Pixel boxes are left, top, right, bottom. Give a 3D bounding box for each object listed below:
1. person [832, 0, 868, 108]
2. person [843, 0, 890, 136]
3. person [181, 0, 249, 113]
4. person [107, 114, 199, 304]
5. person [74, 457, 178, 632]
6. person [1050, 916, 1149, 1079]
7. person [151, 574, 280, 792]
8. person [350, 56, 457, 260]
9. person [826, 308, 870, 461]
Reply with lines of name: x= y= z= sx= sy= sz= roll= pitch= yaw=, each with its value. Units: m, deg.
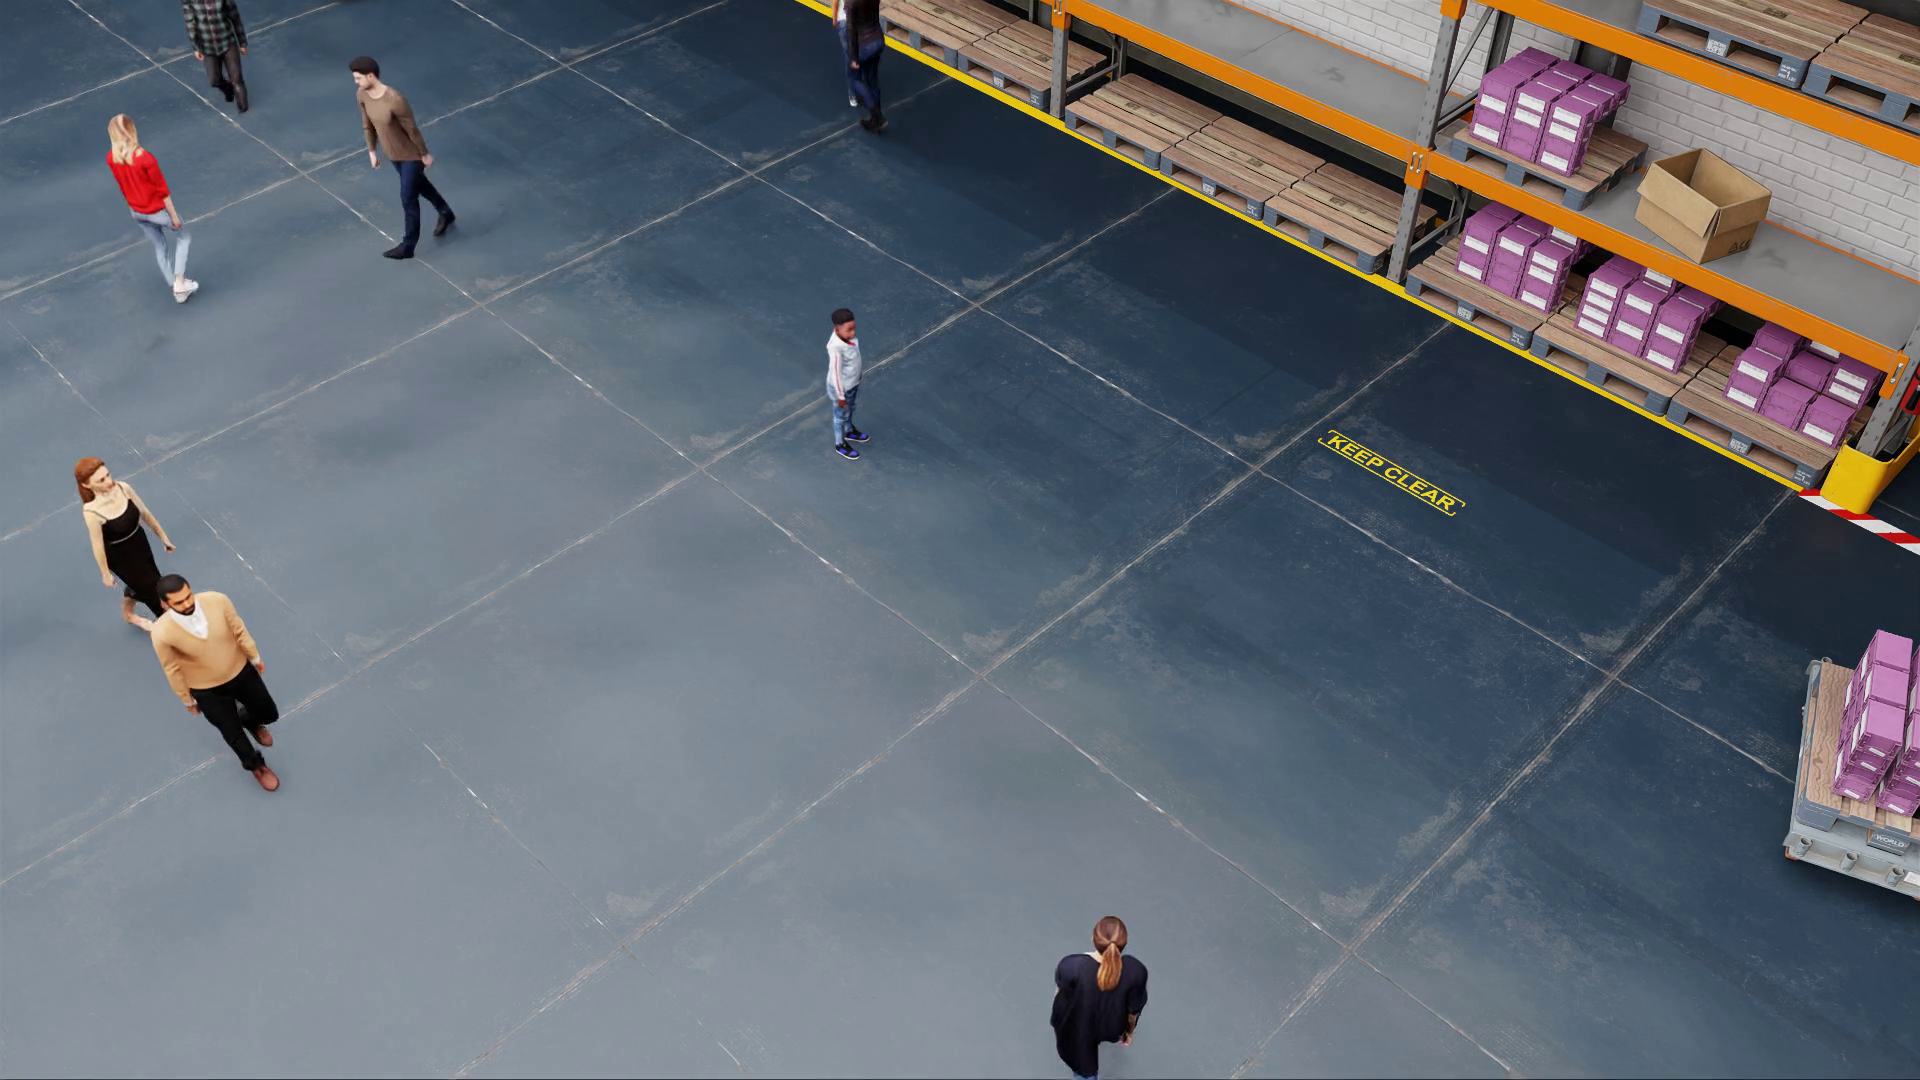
person: x=-1.053 y=-4.991 z=16.237 sx=0.866 sy=1.544 sz=0.937 roll=-1 pitch=44 yaw=-1
person: x=-0.797 y=-4.605 z=15.697 sx=0.708 sy=1.731 sz=0.619 roll=33 pitch=53 yaw=30
person: x=-7.244 y=-4.884 z=16.204 sx=0.867 sy=1.710 sz=0.919 roll=-12 pitch=45 yaw=-12
person: x=-6.678 y=-2.659 z=13.679 sx=0.703 sy=1.696 sz=0.796 roll=7 pitch=44 yaw=8
person: x=-5.486 y=0.094 z=10.876 sx=1.174 sy=1.575 sz=0.958 roll=11 pitch=45 yaw=11
person: x=0.674 y=2.501 z=8.305 sx=1.085 sy=1.637 sz=1.153 roll=0 pitch=44 yaw=0
person: x=-4.482 y=0.791 z=10.021 sx=0.661 sy=1.747 sz=0.764 roll=-34 pitch=53 yaw=-31
person: x=-4.709 y=-3.364 z=14.321 sx=1.115 sy=1.831 sz=0.897 roll=19 pitch=47 yaw=19
person: x=-0.869 y=-1.202 z=12.466 sx=0.589 sy=1.260 sz=0.554 roll=14 pitch=45 yaw=15
